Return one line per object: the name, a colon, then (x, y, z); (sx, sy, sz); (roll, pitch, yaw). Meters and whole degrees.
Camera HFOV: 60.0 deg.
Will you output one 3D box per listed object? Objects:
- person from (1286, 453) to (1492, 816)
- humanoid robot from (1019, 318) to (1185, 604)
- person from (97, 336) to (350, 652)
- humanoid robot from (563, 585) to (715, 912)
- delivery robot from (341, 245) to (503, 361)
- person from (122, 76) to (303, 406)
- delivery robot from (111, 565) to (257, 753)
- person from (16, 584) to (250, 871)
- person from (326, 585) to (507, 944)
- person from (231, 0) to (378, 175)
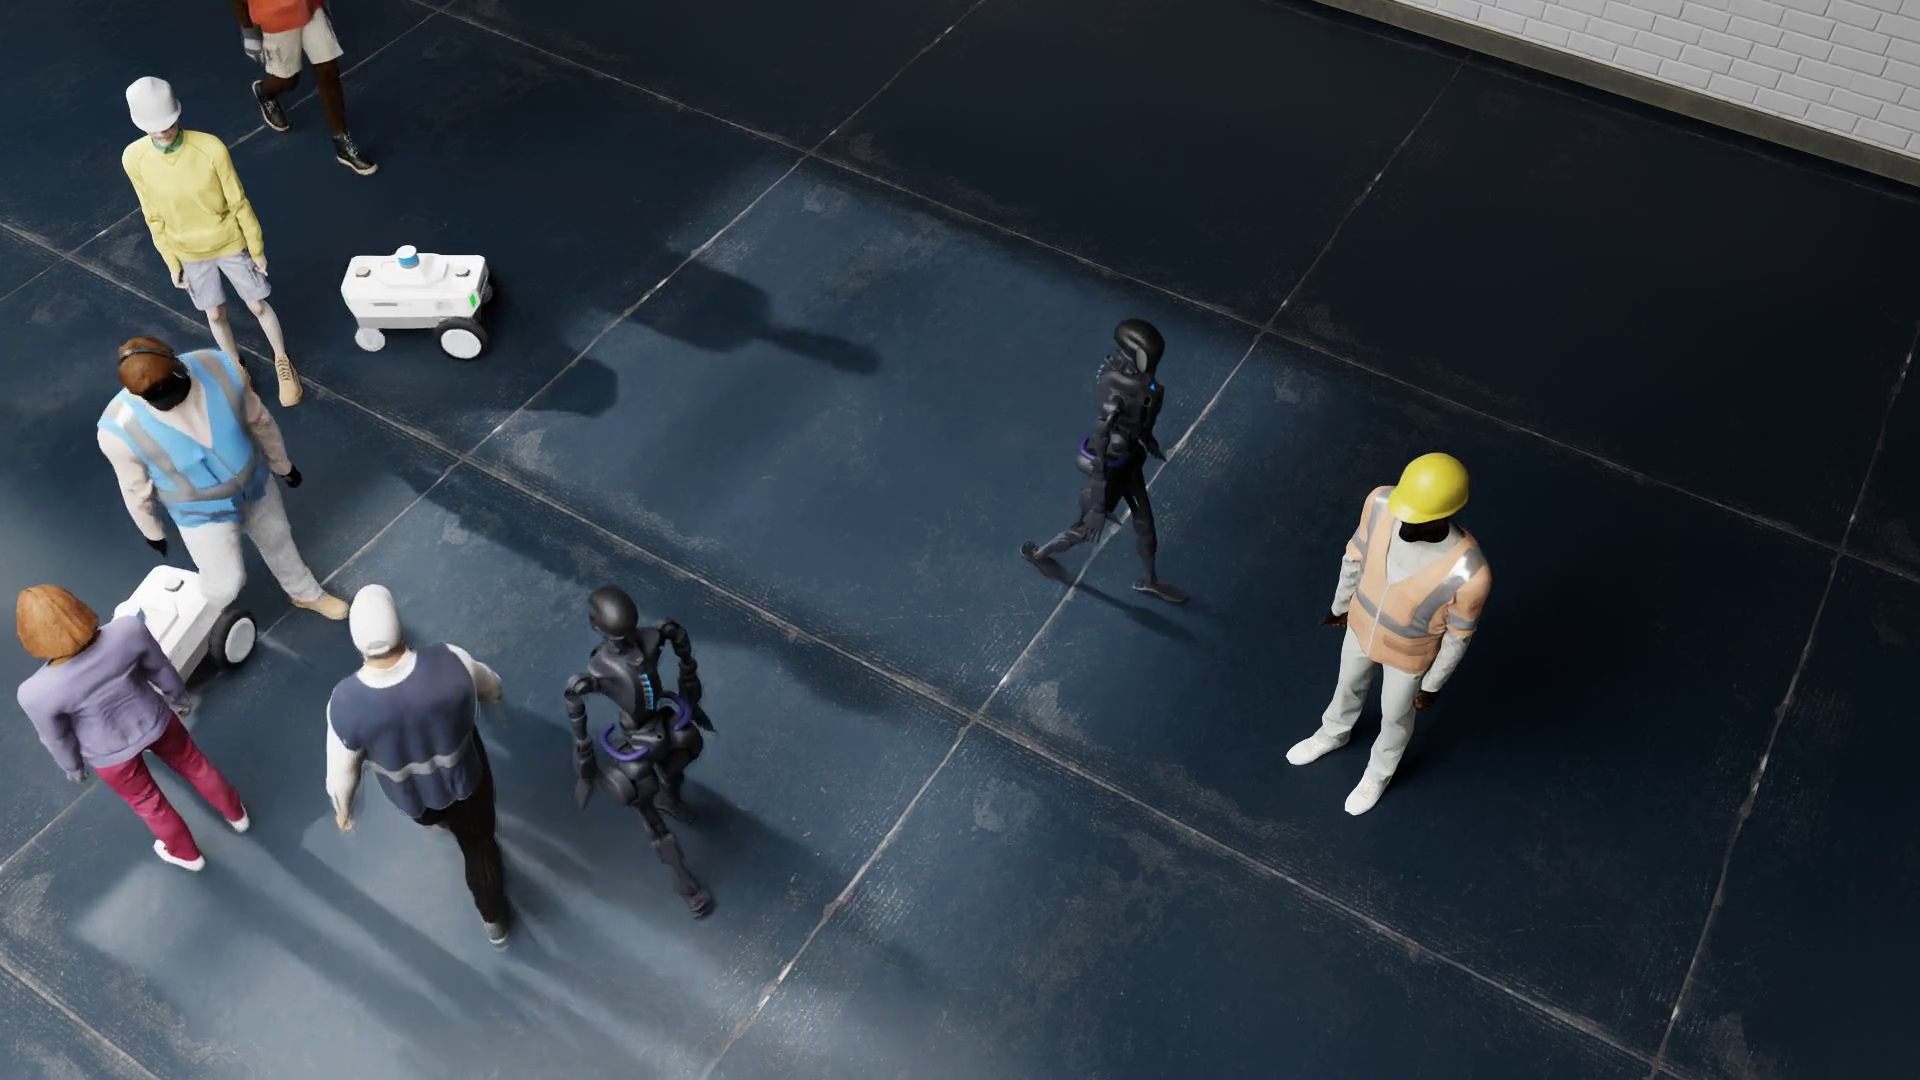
person: (1.656, 0.366, 6.396); (0.367, 1.927, 0.586); (-31, 56, -24)
humanoid robot: (0.664, -0.335, 7.213); (0.795, 1.634, 0.616); (22, 52, 18)
person: (-3.109, -0.192, 6.969); (0.464, 1.821, 0.648); (26, 54, 21)
humanoid robot: (-1.174, 0.774, 6.235); (0.608, 1.650, 0.620); (-37, 58, -28)
delivery robot: (-2.823, -1.282, 8.749); (0.797, 0.599, 0.499); (0, 49, 0)
person: (-3.585, -1.408, 7.980); (0.480, 1.888, 0.403); (-12, 50, -10)
delivery robot: (-3.485, 0.469, 7.227); (0.499, 0.612, 0.789); (12, 50, 10)
person: (-3.140, 0.727, 6.277); (0.288, 1.625, 0.510); (29, 55, 23)
person: (-2.006, 0.769, 6.182); (0.691, 1.707, 0.891); (-16, 51, -13)
person: (-3.838, -3.012, 9.354); (0.856, 1.920, 0.639); (27, 54, 22)
